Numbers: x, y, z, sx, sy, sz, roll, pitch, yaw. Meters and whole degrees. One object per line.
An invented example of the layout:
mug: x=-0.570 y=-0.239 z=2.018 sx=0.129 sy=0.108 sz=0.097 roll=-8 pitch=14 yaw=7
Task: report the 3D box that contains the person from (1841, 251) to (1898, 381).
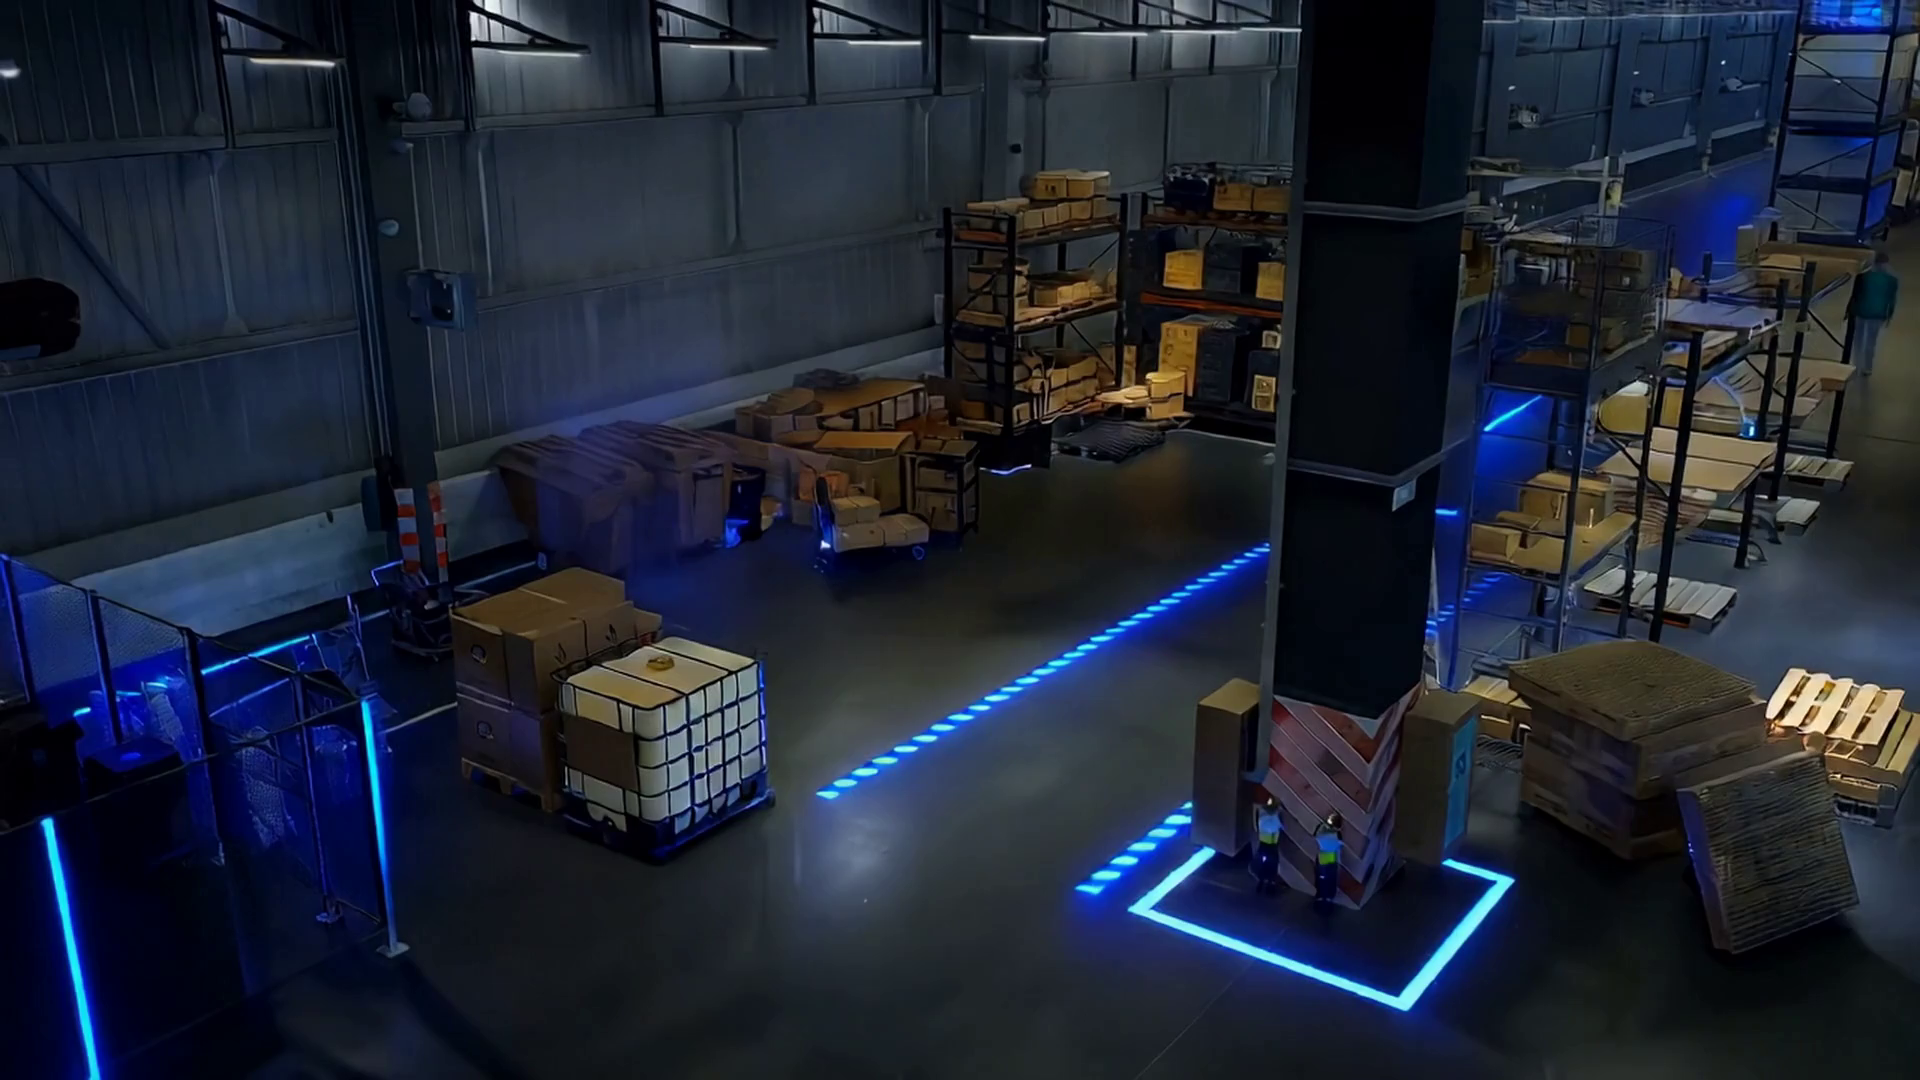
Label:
person: x=13.957 y=-3.449 z=25.615 sx=0.653 sy=1.975 sz=0.705 roll=17 pitch=24 yaw=41
